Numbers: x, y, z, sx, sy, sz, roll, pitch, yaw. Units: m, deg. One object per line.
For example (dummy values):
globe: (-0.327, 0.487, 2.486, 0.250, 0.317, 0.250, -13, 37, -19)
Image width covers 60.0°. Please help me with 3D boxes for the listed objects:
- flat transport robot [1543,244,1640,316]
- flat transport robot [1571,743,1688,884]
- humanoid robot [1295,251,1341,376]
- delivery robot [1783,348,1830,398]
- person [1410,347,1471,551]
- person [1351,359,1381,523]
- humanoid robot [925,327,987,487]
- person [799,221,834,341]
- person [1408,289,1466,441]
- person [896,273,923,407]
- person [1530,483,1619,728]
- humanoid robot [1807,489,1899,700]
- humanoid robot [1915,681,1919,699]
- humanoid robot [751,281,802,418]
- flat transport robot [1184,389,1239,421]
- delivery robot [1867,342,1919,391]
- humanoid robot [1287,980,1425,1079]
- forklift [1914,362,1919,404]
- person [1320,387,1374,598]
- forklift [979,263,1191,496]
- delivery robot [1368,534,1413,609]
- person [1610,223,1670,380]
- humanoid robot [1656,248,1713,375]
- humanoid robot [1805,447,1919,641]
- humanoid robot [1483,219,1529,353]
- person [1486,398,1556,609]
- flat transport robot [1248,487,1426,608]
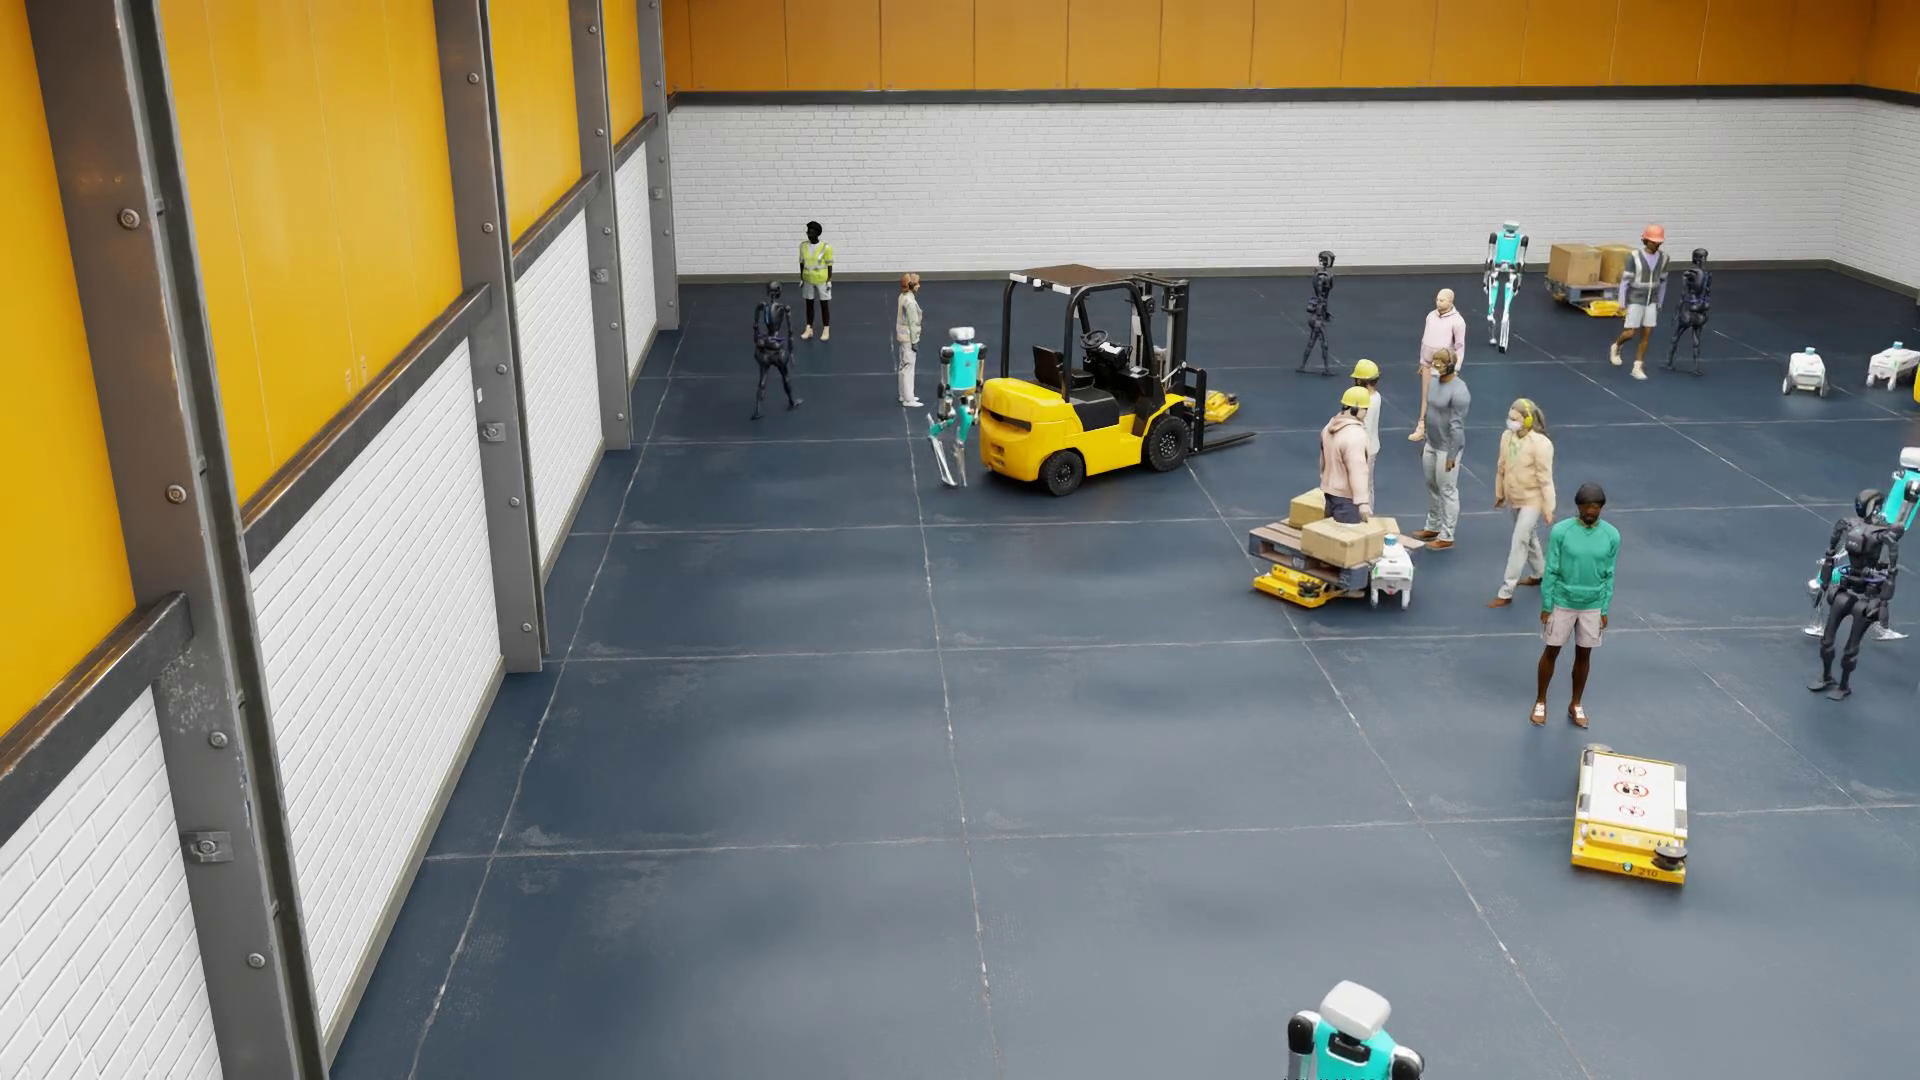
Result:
flat transport robot: (9.787, -3.695, 25.695, 0.659, 0.231, 1.431, -2, 20, -5)
flat transport robot: (4.367, 1.759, 10.835, 0.659, 0.231, 1.431, 8, 22, 20)
humanoid robot: (4.723, -2.954, 21.653, 0.611, 1.642, 0.591, 7, 21, 19)
delivery robot: (10.681, -2.114, 20.981, 0.499, 0.601, 0.798, 7, 21, 19)
person: (4.508, -0.856, 15.566, 0.381, 1.932, 0.620, -5, 21, -13)
person: (3.804, -0.842, 15.751, 0.320, 1.765, 0.532, 7, 21, 19)
humanoid robot: (-0.104, -1.325, 17.252, 0.540, 1.877, 0.727, -12, 24, -30)
person: (-2.039, -3.676, 23.563, 0.534, 1.699, 0.322, 8, 22, 21)
person: (5.425, -1.953, 18.750, 0.407, 1.783, 0.524, -16, 26, -37)
person: (-0.623, -2.436, 20.285, 0.313, 1.633, 0.517, -5, 21, -12)
person: (4.462, 0.462, 12.076, 0.507, 1.845, 0.391, 3, 20, 8)
humanoid robot: (6.728, 0.406, 12.480, 0.306, 1.653, 0.608, -10, 23, -26)
humanoid robot: (7.504, 0.485, 12.325, 0.538, 1.868, 0.778, 11, 23, 27)
humanoid robot: (-2.243, -2.297, 19.920, 0.601, 1.622, 0.796, 10, 22, 25)
flat transport robot: (2.600, -1.679, 20.202, 1.431, 0.231, 0.659, 10, 22, 24)
delivery robot: (11.984, -2.235, 21.308, 0.777, 0.598, 0.499, -15, 25, -35)
humanoid robot: (1.367, 2.620, 6.400, 0.540, 1.803, 0.810, 13, 24, 32)
forklift: (12.602, -2.435, 19.475, 2.313, 2.155, 1.214, -1, 20, -4)
person: (3.328, -0.422, 14.468, 0.420, 1.860, 0.808, -4, 21, -11)
forklift: (1.315, -1.764, 17.646, 2.313, 2.155, 1.214, -14, 24, -33)
delivery robot: (3.737, 0.242, 14.538, 0.499, 0.583, 0.758, 2, 20, 6)
person: (8.815, -3.116, 21.571, 0.620, 2.022, 0.614, -3, 20, -7)
humanoid robot: (9.563, -3.011, 21.794, 0.589, 1.641, 0.577, -11, 23, -27)
humanoid robot: (7.191, 0.067, 13.313, 0.984, 1.720, 0.558, 9, 22, 23)
humanoid robot: (7.520, -3.454, 23.016, 0.555, 1.854, 0.851, 5, 21, 14)
person: (4.899, -0.360, 14.372, 0.848, 1.837, 0.602, -9, 22, -23)
flat transport robot: (3.348, 0.271, 14.889, 1.431, 0.231, 0.659, -15, 25, -36)
